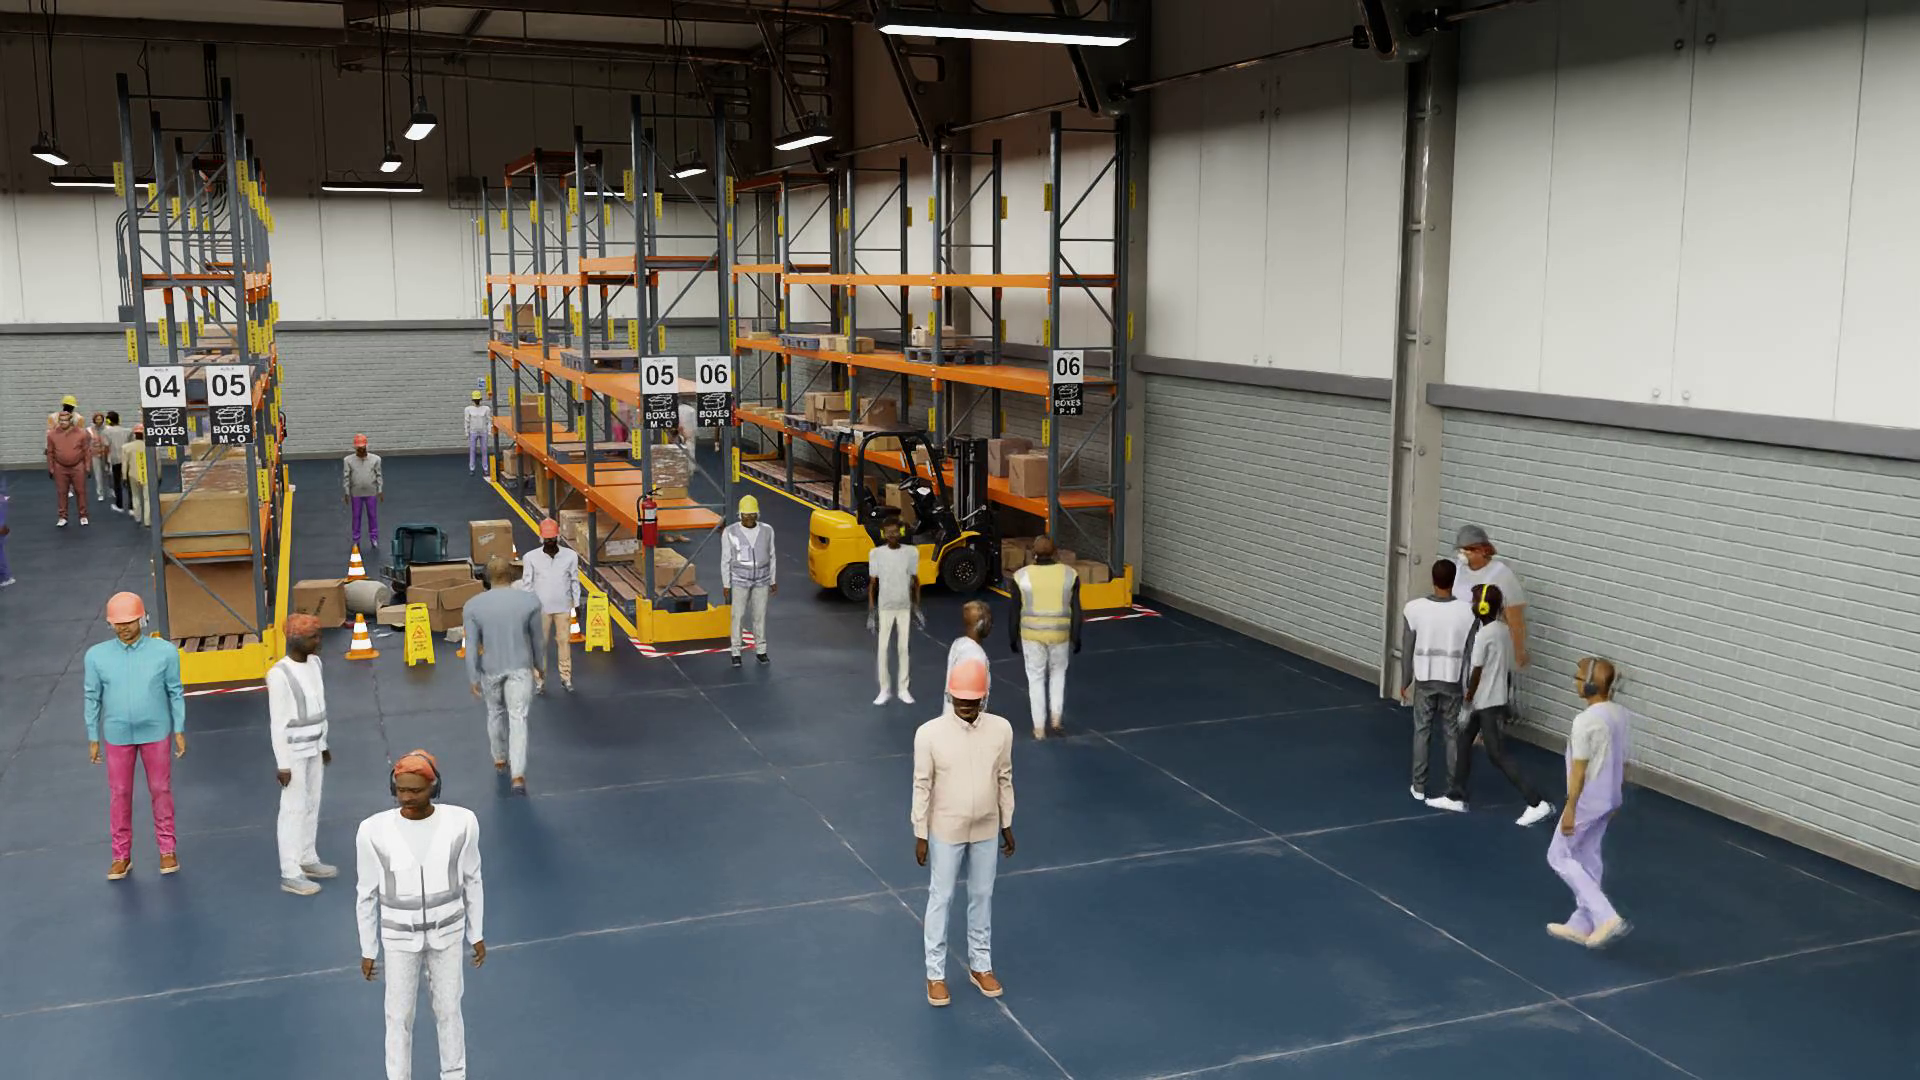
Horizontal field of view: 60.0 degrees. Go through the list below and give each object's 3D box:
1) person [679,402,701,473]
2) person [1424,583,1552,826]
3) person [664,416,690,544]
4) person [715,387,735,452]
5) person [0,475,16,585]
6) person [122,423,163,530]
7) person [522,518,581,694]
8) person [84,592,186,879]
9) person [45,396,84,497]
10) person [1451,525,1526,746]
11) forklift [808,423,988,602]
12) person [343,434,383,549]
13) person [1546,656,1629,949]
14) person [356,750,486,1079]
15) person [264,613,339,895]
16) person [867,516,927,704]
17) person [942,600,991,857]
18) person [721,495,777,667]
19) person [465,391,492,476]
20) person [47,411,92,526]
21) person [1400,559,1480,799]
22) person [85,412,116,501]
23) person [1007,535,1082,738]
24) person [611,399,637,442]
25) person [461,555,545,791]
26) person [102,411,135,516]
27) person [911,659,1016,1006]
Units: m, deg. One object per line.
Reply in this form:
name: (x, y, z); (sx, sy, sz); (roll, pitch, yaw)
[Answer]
person: (-5.690, -2.231, 34.636); (0.588, 1.736, 0.574); (6, 11, 35)
person: (4.040, 1.232, 12.571); (0.937, 1.830, 0.513); (6, 11, 32)
person: (-4.413, -0.955, 25.663); (0.388, 2.042, 0.623); (6, 11, 35)
person: (-5.547, -3.076, 39.004); (0.615, 2.040, 0.391); (-4, 10, -21)
person: (-12.854, -0.260, 21.853); (0.643, 1.873, 0.942); (0, 9, 2)
person: (-13.395, -1.052, 27.261); (0.598, 1.711, 0.836); (-4, 10, -24)
person: (-4.034, 0.648, 16.470); (0.573, 1.749, 0.342); (-4, 10, -21)
person: (-5.651, 1.331, 11.415); (0.623, 1.992, 0.396); (-4, 10, -21)
person: (-16.735, -1.746, 31.103); (0.671, 1.893, 0.537); (-6, 11, -35)
person: (4.479, 0.859, 14.242); (0.535, 2.000, 0.859); (-6, 11, -33)
forklift: (-0.830, -0.399, 21.676); (2.313, 2.155, 1.214); (-4, 10, -21)
person: (-9.017, -0.731, 25.149); (0.573, 1.749, 0.342); (-4, 10, -21)
person: (3.857, 1.613, 10.138); (0.532, 1.836, 0.452); (-8, 12, -40)
person: (-2.590, 1.925, 8.022); (0.585, 1.881, 0.337); (-4, 10, -21)
person: (-4.439, 1.420, 11.200); (0.338, 1.882, 0.593); (1, 9, 6)
person: (-0.613, 0.678, 16.020); (0.581, 1.849, 0.417); (-1, 9, -6)
person: (0.073, 1.337, 11.903); (0.375, 1.827, 0.563); (-3, 9, -16)
person: (-2.222, 0.429, 17.603); (0.600, 1.829, 0.404); (-4, 10, -21)
person: (-9.968, -2.211, 34.430); (0.533, 1.767, 0.326); (-4, 10, -21)
person: (-14.712, -1.176, 27.479); (0.652, 1.904, 0.403); (-4, 10, -21)
person: (3.771, 1.105, 13.081); (0.597, 1.914, 0.372); (3, 9, 17)
person: (-15.801, -1.535, 30.598); (0.527, 1.637, 0.363); (-5, 10, -27)
person: (0.752, 0.854, 14.939); (0.660, 1.825, 0.540); (-1, 9, -3)
person: (-7.380, -2.482, 36.249); (0.532, 1.729, 0.870); (-6, 11, -33)
person: (-3.687, 1.059, 13.484); (0.635, 1.896, 1.026); (-2, 9, -12)
person: (-14.457, -1.310, 28.657); (0.567, 1.803, 1.001); (-7, 11, -38)
person: (0.032, 1.643, 9.453); (0.623, 1.990, 0.391); (-4, 10, -21)
